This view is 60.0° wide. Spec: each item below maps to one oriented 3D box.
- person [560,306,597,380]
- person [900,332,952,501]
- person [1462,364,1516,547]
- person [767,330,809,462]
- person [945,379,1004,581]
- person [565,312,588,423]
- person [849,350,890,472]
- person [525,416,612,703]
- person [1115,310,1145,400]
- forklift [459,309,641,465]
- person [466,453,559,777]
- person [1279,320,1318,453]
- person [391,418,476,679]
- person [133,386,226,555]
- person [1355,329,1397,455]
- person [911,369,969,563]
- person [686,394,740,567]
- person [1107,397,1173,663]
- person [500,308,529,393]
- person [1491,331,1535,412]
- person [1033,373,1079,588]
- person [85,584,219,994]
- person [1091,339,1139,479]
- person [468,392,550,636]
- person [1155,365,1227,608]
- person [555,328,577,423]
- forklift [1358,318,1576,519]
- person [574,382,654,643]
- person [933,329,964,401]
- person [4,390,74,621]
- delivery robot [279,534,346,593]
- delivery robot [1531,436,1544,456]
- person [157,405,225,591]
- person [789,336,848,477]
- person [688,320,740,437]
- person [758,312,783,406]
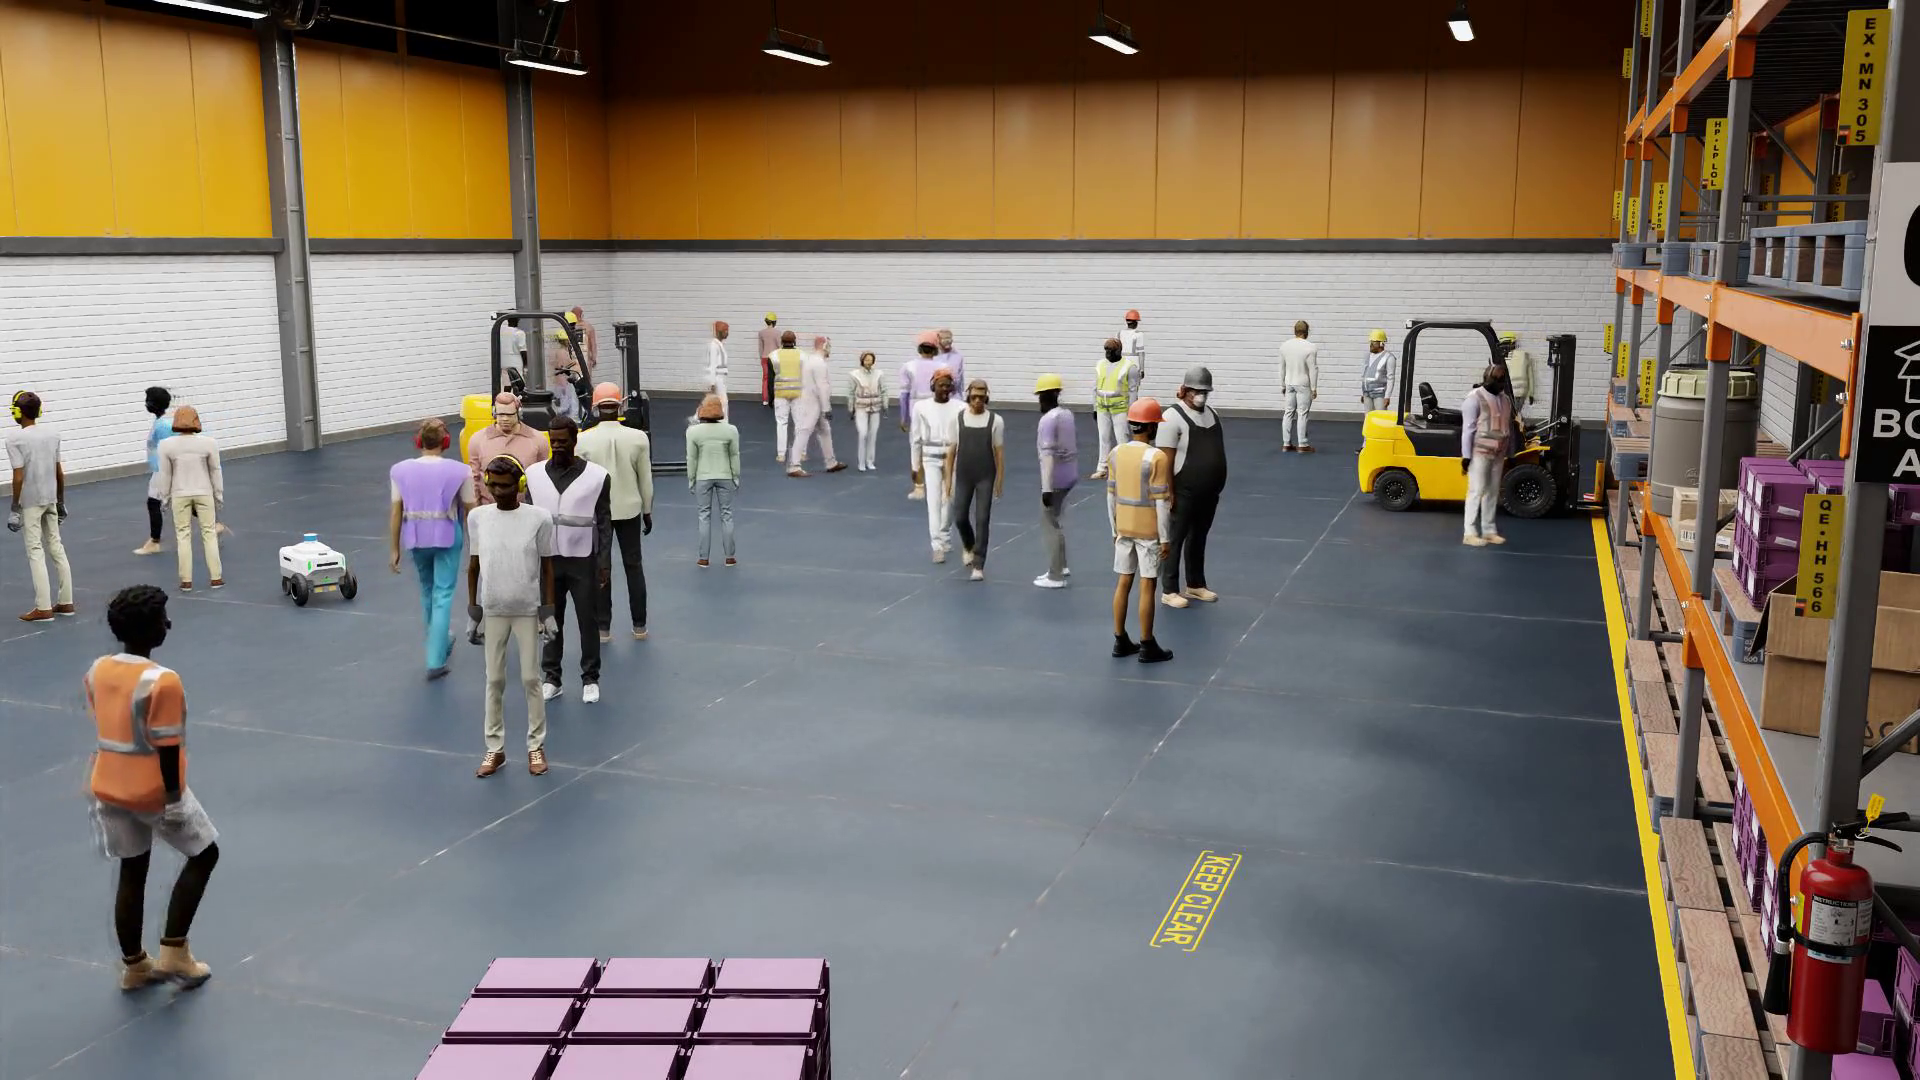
[{"bbox_3d":[-7.044,-3.362,30.735,0.651,1.906,0.403,-2,10,-11],"label":"person"},{"bbox_3d":[-0.396,-1.472,19.904,0.620,1.994,0.748,-1,10,-6],"label":"person"},{"bbox_3d":[5.351,-0.864,16.880,0.655,1.835,0.434,-7,12,-33],"label":"person"},{"bbox_3d":[-2.393,-2.019,23.353,0.634,1.841,0.429,-2,10,-9],"label":"person"},{"bbox_3d":[0.141,-0.564,15.170,0.541,1.832,0.588,1,10,5],"label":"person"},{"bbox_3d":[-6.476,-2.858,27.880,0.582,1.918,0.413,6,12,32],"label":"person"},{"bbox_3d":[-1.212,-1.729,22.346,0.515,1.619,0.550,-4,11,-21],"label":"person"},{"bbox_3d":[-2.600,0.126,11.051,0.587,1.920,0.390,0,10,2],"label":"person"},{"bbox_3d":[2.909,-2.940,28.274,0.551,1.933,0.372,7,12,36],"label":"person"},{"bbox_3d":[-5.354,-1.902,21.697,2.313,2.155,1.214,-2,10,-13],"label":"forklift"},{"bbox_3d":[-2.562,0.429,9.508,0.521,1.865,0.328,-1,10,-5],"label":"person"},{"bbox_3d":[4.952,-2.237,24.305,0.357,1.938,0.637,-10,14,-44],"label":"person"},{"bbox_3d":[-3.705,0.030,11.889,0.599,1.802,0.939,0,10,1],"label":"person"},{"bbox_3d":[-7.745,-0.699,16.407,0.804,1.675,0.521,-4,11,-20],"label":"person"},{"bbox_3d":[5.967,-2.110,23.889,0.403,1.834,0.587,-6,12,-29],"label":"person"},{"bbox_3d":[-0.167,-0.740,16.164,0.594,1.845,0.895,-2,10,-10],"label":"person"},{"bbox_3d":[-2.323,-0.555,15.687,0.500,1.636,0.281,-2,10,-13],"label":"person"},{"bbox_3d":[1.328,-0.074,12.128,0.356,1.937,0.552,-9,14,-42],"label":"person"},{"bbox_3d":[-7.595,-2.955,28.270,0.609,1.964,0.367,4,11,23],"label":"person"},{"bbox_3d":[7.973,-2.124,24.102,0.616,1.781,0.840,-1,10,-8],"label":"person"},{"bbox_3d":[0.822,-0.530,14.821,0.435,1.897,0.609,4,11,23],"label":"person"},{"bbox_3d":[-3.289,1.012,6.746,0.539,1.682,0.412,5,11,26],"label":"person"},{"bbox_3d":[1.977,-1.675,21.435,0.624,1.837,0.430,7,12,35],"label":"person"},{"bbox_3d":[-3.494,-0.198,12.935,0.639,1.902,0.407,-3,10,-15],"label":"person"},{"bbox_3d":[1.990,-0.459,14.007,0.684,2.000,0.535,-9,13,-40],"label":"person"},{"bbox_3d":[-6.237,-2.443,25.996,0.678,1.743,0.534,0,10,-3],"label":"person"},{"bbox_3d":[5.787,-1.437,19.079,2.313,2.155,1.214,3,11,19],"label":"forklift"},{"bbox_3d":[-2.665,-0.214,12.758,0.623,1.989,0.400,-4,11,-23],"label":"person"},{"bbox_3d":[-0.173,-1.951,22.846,0.678,1.875,0.854,-5,11,-25],"label":"person"},{"bbox_3d":[-7.468,-0.274,13.448,0.311,1.869,0.532,3,11,18],"label":"person"},{"bbox_3d":[-5.561,0.189,14.274,0.477,0.478,0.707,-9,13,-41],"label":"delivery robot"},{"bbox_3d":[7.514,-1.154,21.840,0.707,0.478,0.477,-8,13,-38],"label":"delivery robot"},{"bbox_3d":[-6.762,-0.370,14.650,0.507,1.632,0.268,-4,11,-23],"label":"person"},{"bbox_3d":[-1.887,-1.763,21.950,0.867,1.837,0.673,-2,10,-13],"label":"person"},{"bbox_3d":[-3.895,-2.519,26.139,0.766,1.863,0.593,0,10,-1],"label":"person"},{"bbox_3d":[-3.555,-3.409,31.389,0.523,1.769,0.314,5,11,26],"label":"person"}]
